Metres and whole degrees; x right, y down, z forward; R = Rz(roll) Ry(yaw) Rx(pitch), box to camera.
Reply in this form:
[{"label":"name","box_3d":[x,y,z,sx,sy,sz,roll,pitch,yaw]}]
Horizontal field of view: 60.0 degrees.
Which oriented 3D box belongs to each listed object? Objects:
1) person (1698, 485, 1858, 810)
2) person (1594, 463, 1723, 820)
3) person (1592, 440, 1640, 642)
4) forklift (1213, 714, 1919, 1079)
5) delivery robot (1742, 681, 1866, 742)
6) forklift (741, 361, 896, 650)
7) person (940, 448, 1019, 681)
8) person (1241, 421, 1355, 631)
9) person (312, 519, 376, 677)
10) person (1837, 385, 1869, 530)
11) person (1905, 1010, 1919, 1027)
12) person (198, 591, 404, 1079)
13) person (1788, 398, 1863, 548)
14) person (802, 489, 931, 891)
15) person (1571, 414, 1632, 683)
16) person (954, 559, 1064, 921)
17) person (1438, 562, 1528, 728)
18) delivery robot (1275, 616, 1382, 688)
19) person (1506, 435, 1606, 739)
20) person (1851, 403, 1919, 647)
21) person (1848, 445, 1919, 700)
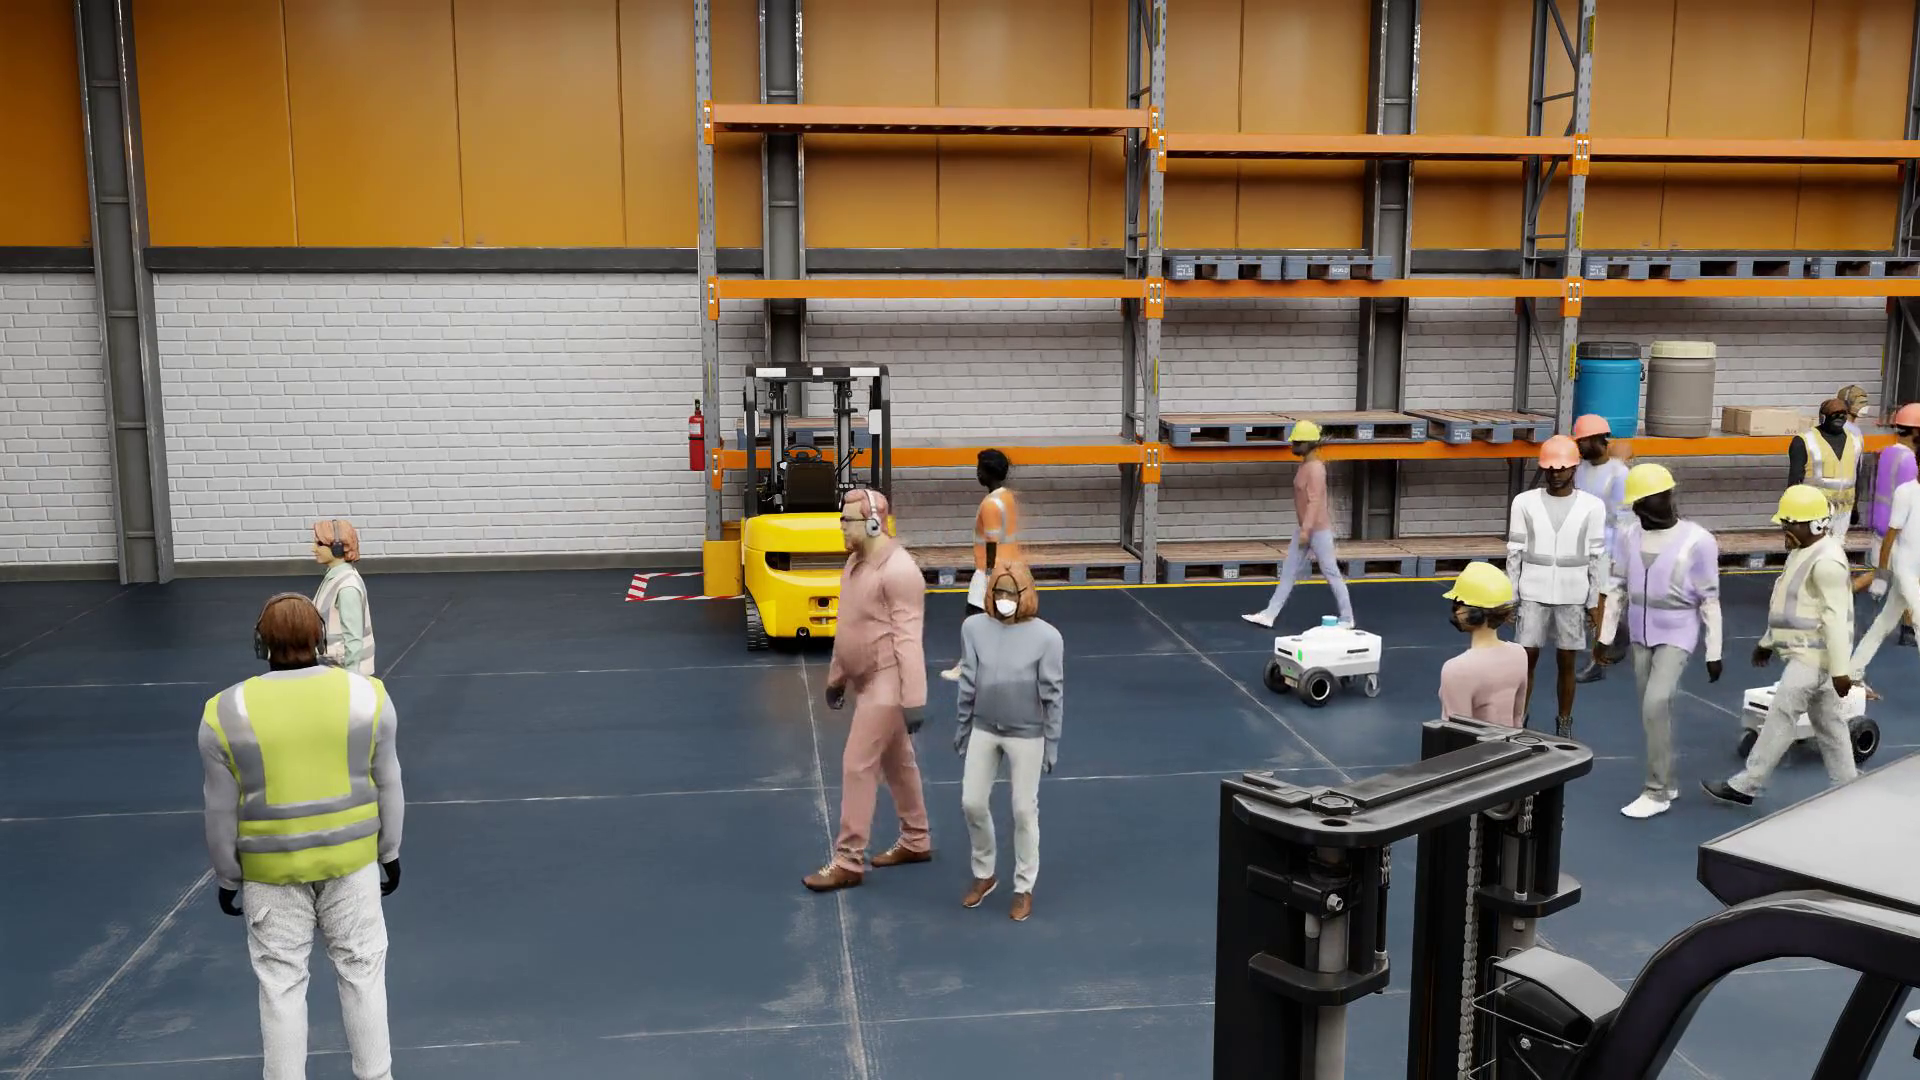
[{"label":"person","box_3d":[4.445,0.590,8.854,0.844,1.776,0.593,3,10,21]},{"label":"person","box_3d":[3.685,0.538,8.857,0.675,1.877,0.646,-5,10,-27]},{"label":"person","box_3d":[5.029,0.037,12.806,0.495,1.606,0.659,8,12,41]},{"label":"forklift","box_3d":[1.441,1.425,2.350,1.214,2.155,2.313,-7,12,-39]},{"label":"delivery robot","box_3d":[5.022,0.986,9.895,0.707,0.478,0.477,-4,10,-23]},{"label":"forklift","box_3d":[-1.154,-0.340,13.365,1.214,2.155,2.313,-1,9,-7]},{"label":"person","box_3d":[0.259,0.179,11.742,0.727,1.673,0.534,3,10,18]},{"label":"person","box_3d":[2.767,-0.095,13.321,0.918,1.712,0.542,-1,9,-4]},{"label":"person","box_3d":[-3.178,0.701,8.594,0.308,1.640,0.510,-5,10,-30]},{"label":"person","box_3d":[7.593,-0.374,14.374,0.359,1.938,0.632,6,11,35]},{"label":"person","box_3d":[3.895,0.955,6.139,0.383,1.918,0.591,-4,10,-21]},{"label":"person","box_3d":[-2.191,1.081,5.595,0.624,1.845,0.429,-5,10,-26]},{"label":"person","box_3d":[7.334,-0.282,14.098,0.630,1.842,0.429,-1,9,-4]},{"label":"person","box_3d":[-0.481,0.697,7.888,0.848,1.871,0.671,-4,10,-22]},{"label":"person","box_3d":[4.590,0.054,11.828,0.645,1.907,0.565,-4,10,-23]},{"label":"person","box_3d":[0.218,0.885,7.463,0.527,1.626,0.285,4,10,25]},{"label":"person","box_3d":[2.023,0.962,6.569,0.535,1.769,0.316,-8,12,-41]},{"label":"delivery robot","box_3d":[2.507,0.760,11.310,0.707,0.478,0.477,-4,10,-22]},{"label":"person","box_3d":[3.554,0.332,9.970,0.550,1.935,0.375,3,10,20]},{"label":"person","box_3d":[7.157,-0.115,12.864,0.850,1.907,0.551,1,9,7]},{"label":"person","box_3d":[6.357,0.232,11.010,0.532,1.802,0.998,-7,12,-39]}]
